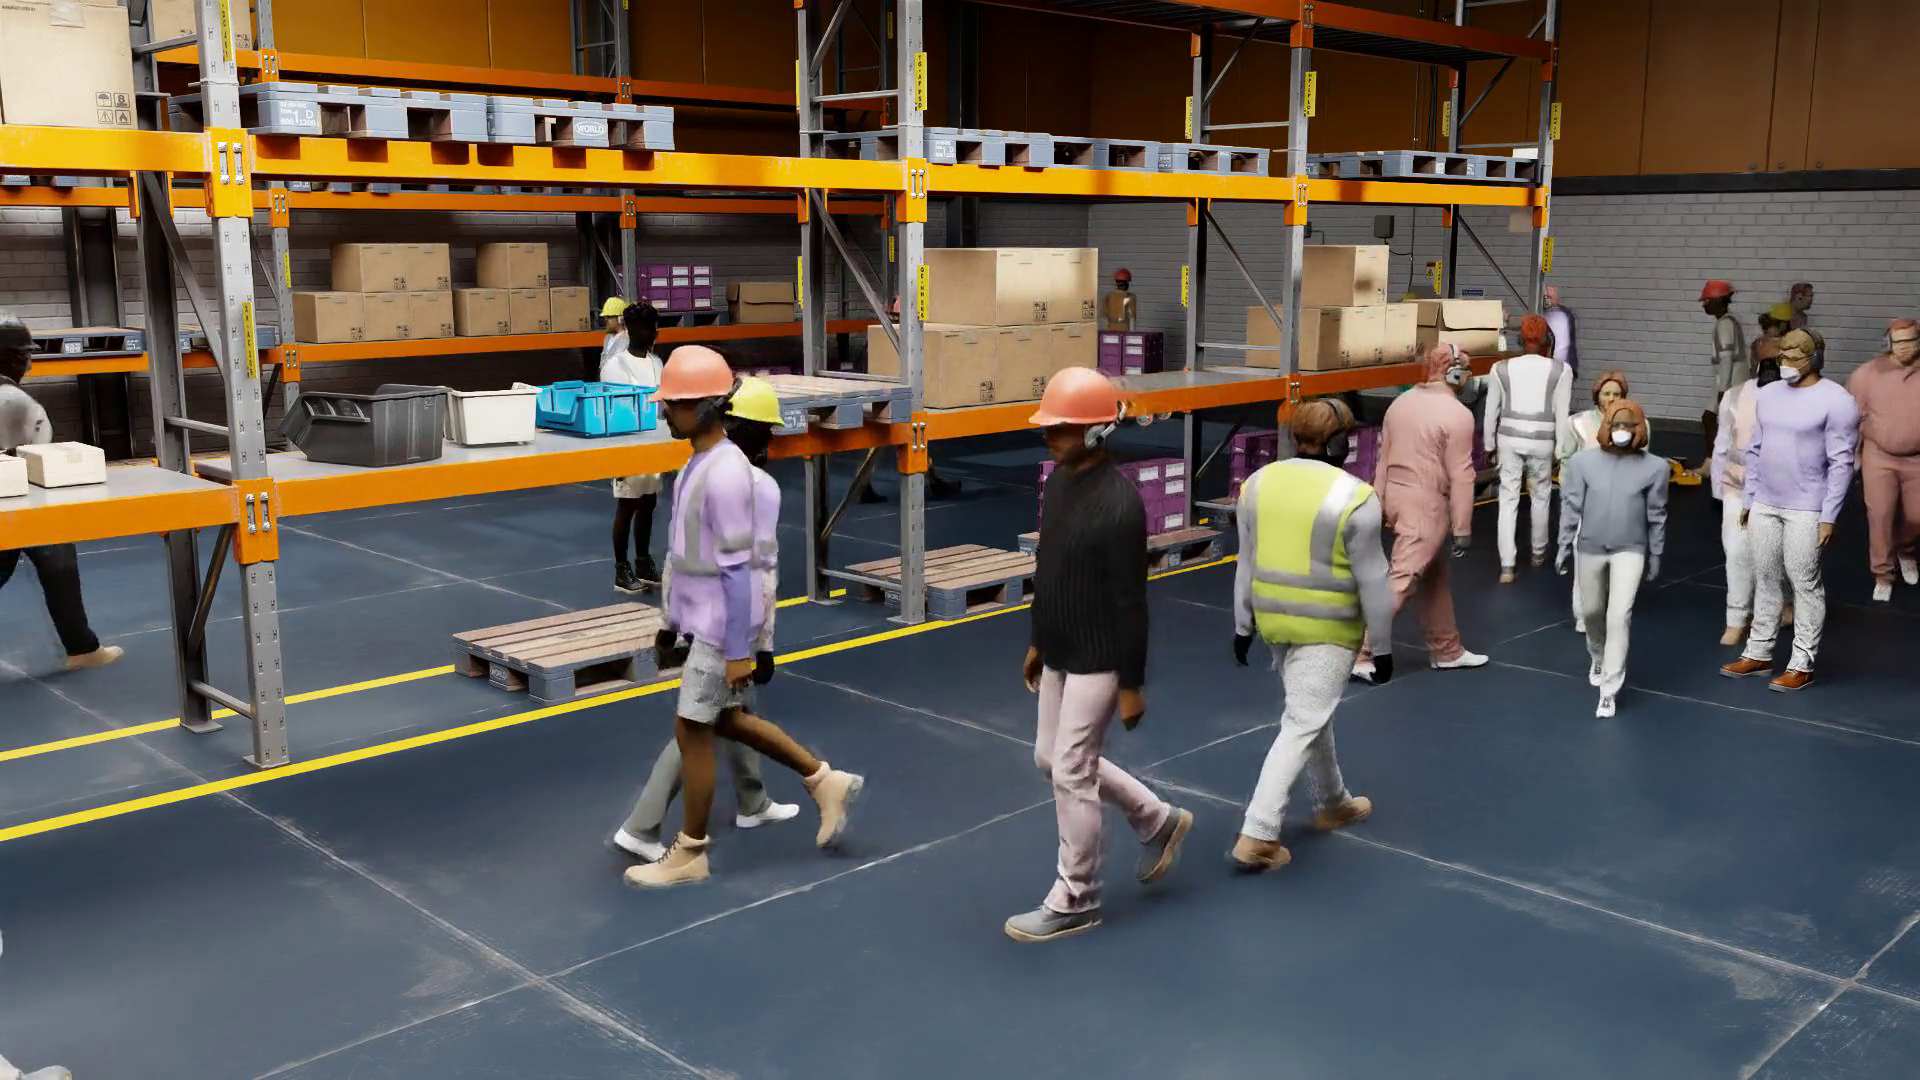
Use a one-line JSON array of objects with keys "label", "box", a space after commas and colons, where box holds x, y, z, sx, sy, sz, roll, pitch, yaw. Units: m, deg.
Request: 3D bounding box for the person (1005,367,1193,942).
[{"label": "person", "box": [0.495, 0.386, 5.715, 0.675, 1.977, 0.619, -4, 11, -19]}]

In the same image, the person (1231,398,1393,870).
[{"label": "person", "box": [1.356, 0.345, 6.438, 0.958, 1.797, 0.651, -8, 13, -38]}]

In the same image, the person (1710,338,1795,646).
[{"label": "person", "box": [4.760, -0.287, 9.810, 0.645, 1.824, 0.569, 9, 14, 39]}]

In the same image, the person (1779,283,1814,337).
[{"label": "person", "box": [9.212, -1.868, 18.245, 0.730, 1.881, 0.671, 6, 12, 29]}]

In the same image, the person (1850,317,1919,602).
[{"label": "person", "box": [6.265, -0.550, 11.106, 0.652, 1.884, 0.628, 5, 11, 23]}]

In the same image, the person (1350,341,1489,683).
[{"label": "person", "box": [2.480, -0.147, 8.974, 0.982, 1.854, 0.656, -3, 11, -16]}]

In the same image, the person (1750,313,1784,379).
[{"label": "person", "box": [8.584, -1.610, 17.642, 0.523, 1.597, 0.844, -2, 11, -11]}]

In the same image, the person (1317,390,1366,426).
[{"label": "person", "box": [4.648, -2.313, 20.596, 0.908, 1.928, 0.623, -1, 10, -5]}]

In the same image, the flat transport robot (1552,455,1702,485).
[{"label": "flat transport robot", "box": [6.424, -0.699, 16.285, 1.431, 0.197, 0.652, 2, 11, 8]}]

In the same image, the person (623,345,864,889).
[{"label": "person", "box": [-0.803, 0.287, 6.155, 0.859, 2.023, 0.620, -2, 11, -13]}]

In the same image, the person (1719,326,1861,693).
[{"label": "person", "box": [4.408, -0.163, 8.825, 0.370, 1.934, 0.627, -4, 11, -21]}]

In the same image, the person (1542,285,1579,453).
[{"label": "person", "box": [6.446, -1.844, 18.194, 0.715, 1.868, 0.400, -9, 14, -41]}]

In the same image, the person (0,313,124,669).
[{"label": "person", "box": [-5.173, -0.243, 8.971, 0.689, 2.000, 0.972, 7, 13, 34]}]

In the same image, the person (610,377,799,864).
[{"label": "person", "box": [-1.005, 0.312, 6.442, 0.911, 1.873, 0.607, -8, 13, -39]}]

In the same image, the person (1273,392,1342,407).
[{"label": "person", "box": [3.473, -1.521, 16.464, 0.604, 1.846, 0.918, -4, 11, -18]}]

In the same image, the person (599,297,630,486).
[{"label": "person", "box": [-3.243, -1.402, 15.901, 0.424, 1.818, 0.591, -7, 12, -33]}]

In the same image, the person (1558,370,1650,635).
[{"label": "person", "box": [3.962, -0.263, 10.272, 0.528, 1.600, 0.760, 3, 11, 17]}]

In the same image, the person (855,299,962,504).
[{"label": "person", "box": [-0.503, -1.256, 14.957, 1.021, 1.875, 0.553, -5, 12, -27]}]

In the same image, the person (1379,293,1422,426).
[{"label": "person", "box": [5.329, -2.060, 19.724, 0.412, 1.725, 0.545, -4, 11, -22]}]

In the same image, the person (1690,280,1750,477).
[{"label": "person", "box": [7.615, -1.553, 16.351, 0.781, 1.973, 0.639, 4, 11, 20]}]

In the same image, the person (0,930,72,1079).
[{"label": "person", "box": [-2.722, 0.664, 4.221, 0.619, 1.975, 0.722, 7, 12, 33]}]

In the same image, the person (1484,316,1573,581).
[{"label": "person", "box": [4.022, -0.663, 11.802, 0.599, 1.832, 0.978, 5, 12, 25]}]

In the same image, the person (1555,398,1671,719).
[{"label": "person", "box": [3.365, 0.051, 8.569, 0.499, 1.600, 0.806, 6, 12, 30]}]

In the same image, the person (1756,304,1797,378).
[{"label": "person", "box": [8.201, -1.493, 16.672, 0.888, 1.712, 0.530, 6, 12, 29]}]

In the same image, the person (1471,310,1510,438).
[{"label": "person", "box": [5.720, -1.658, 17.827, 0.507, 1.616, 0.503, 8, 13, 37]}]

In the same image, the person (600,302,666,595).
[{"label": "person", "box": [-2.168, -0.627, 11.268, 0.366, 1.962, 0.614, 4, 11, 22]}]

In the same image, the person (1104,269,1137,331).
[{"label": "person", "box": [2.417, -3.003, 24.386, 0.575, 1.900, 0.902, 7, 13, 35]}]
